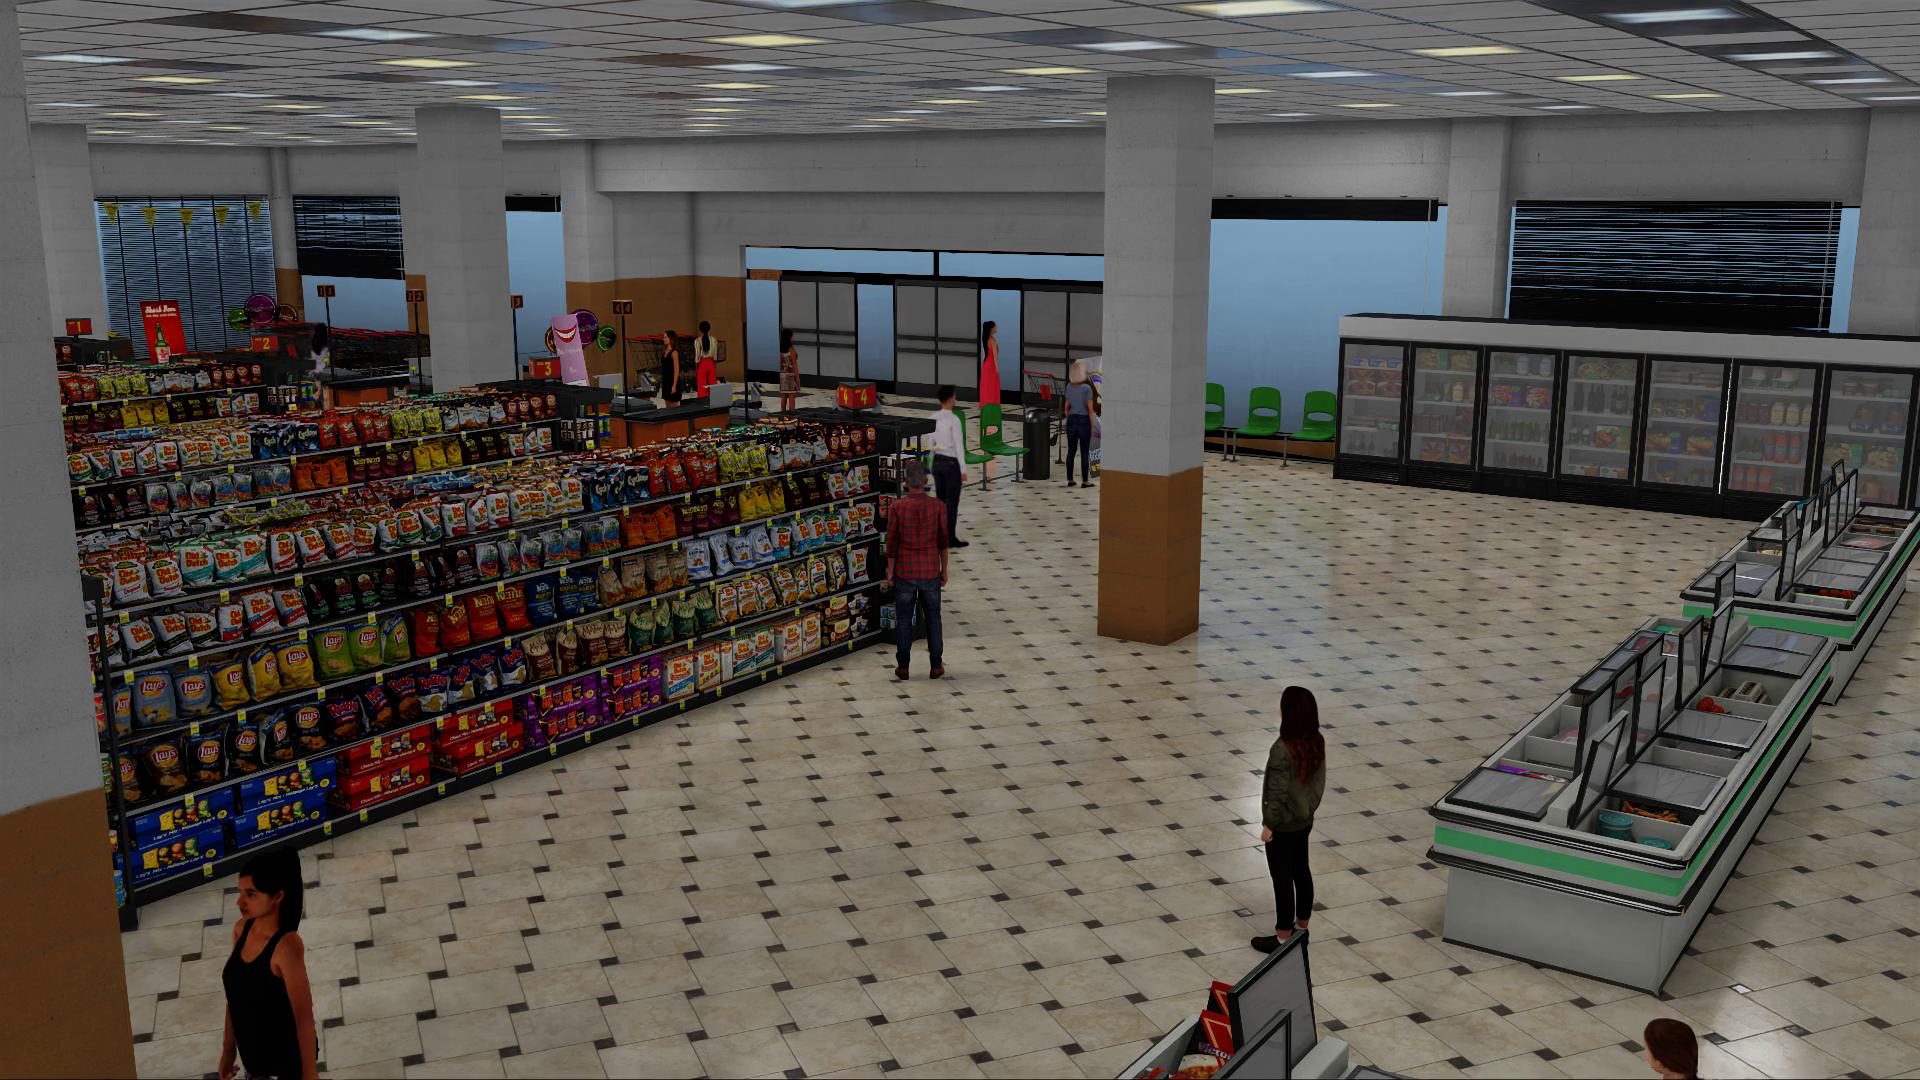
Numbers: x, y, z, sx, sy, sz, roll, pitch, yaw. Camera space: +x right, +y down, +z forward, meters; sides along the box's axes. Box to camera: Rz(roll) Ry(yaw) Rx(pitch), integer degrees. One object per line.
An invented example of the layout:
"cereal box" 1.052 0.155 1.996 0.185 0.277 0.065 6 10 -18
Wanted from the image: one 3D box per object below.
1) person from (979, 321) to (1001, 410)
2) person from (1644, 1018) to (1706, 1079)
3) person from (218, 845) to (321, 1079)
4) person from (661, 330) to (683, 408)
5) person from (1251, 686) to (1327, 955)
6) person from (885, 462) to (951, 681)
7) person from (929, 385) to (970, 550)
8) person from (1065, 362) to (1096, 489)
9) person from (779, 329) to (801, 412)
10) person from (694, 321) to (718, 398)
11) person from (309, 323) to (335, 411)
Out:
"person" 0.548 -3.097 30.056 0.711 1.726 0.704 -7 14 -29
"person" 2.533 2.282 5.853 0.727 1.172 0.766 -3 12 -13
"person" -2.538 1.946 6.339 0.678 1.629 1.088 11 16 42
"person" -4.632 -2.447 26.701 0.615 1.835 0.637 -9 15 -37
"person" 1.769 1.488 8.886 0.665 1.476 0.491 11 16 42
"person" -0.355 0.251 13.903 0.754 1.831 0.789 -1 12 -5
"person" -0.169 -0.841 18.985 0.661 1.872 0.636 11 16 43
"person" 1.637 -1.585 22.888 0.577 1.720 0.507 7 14 31
"person" -3.014 -2.883 29.234 0.602 1.645 0.692 -11 16 -42
"person" -4.456 -2.949 29.191 0.590 1.793 0.726 -8 14 -32
"person" -11.407 -2.992 29.642 0.789 1.691 0.935 3 12 13
